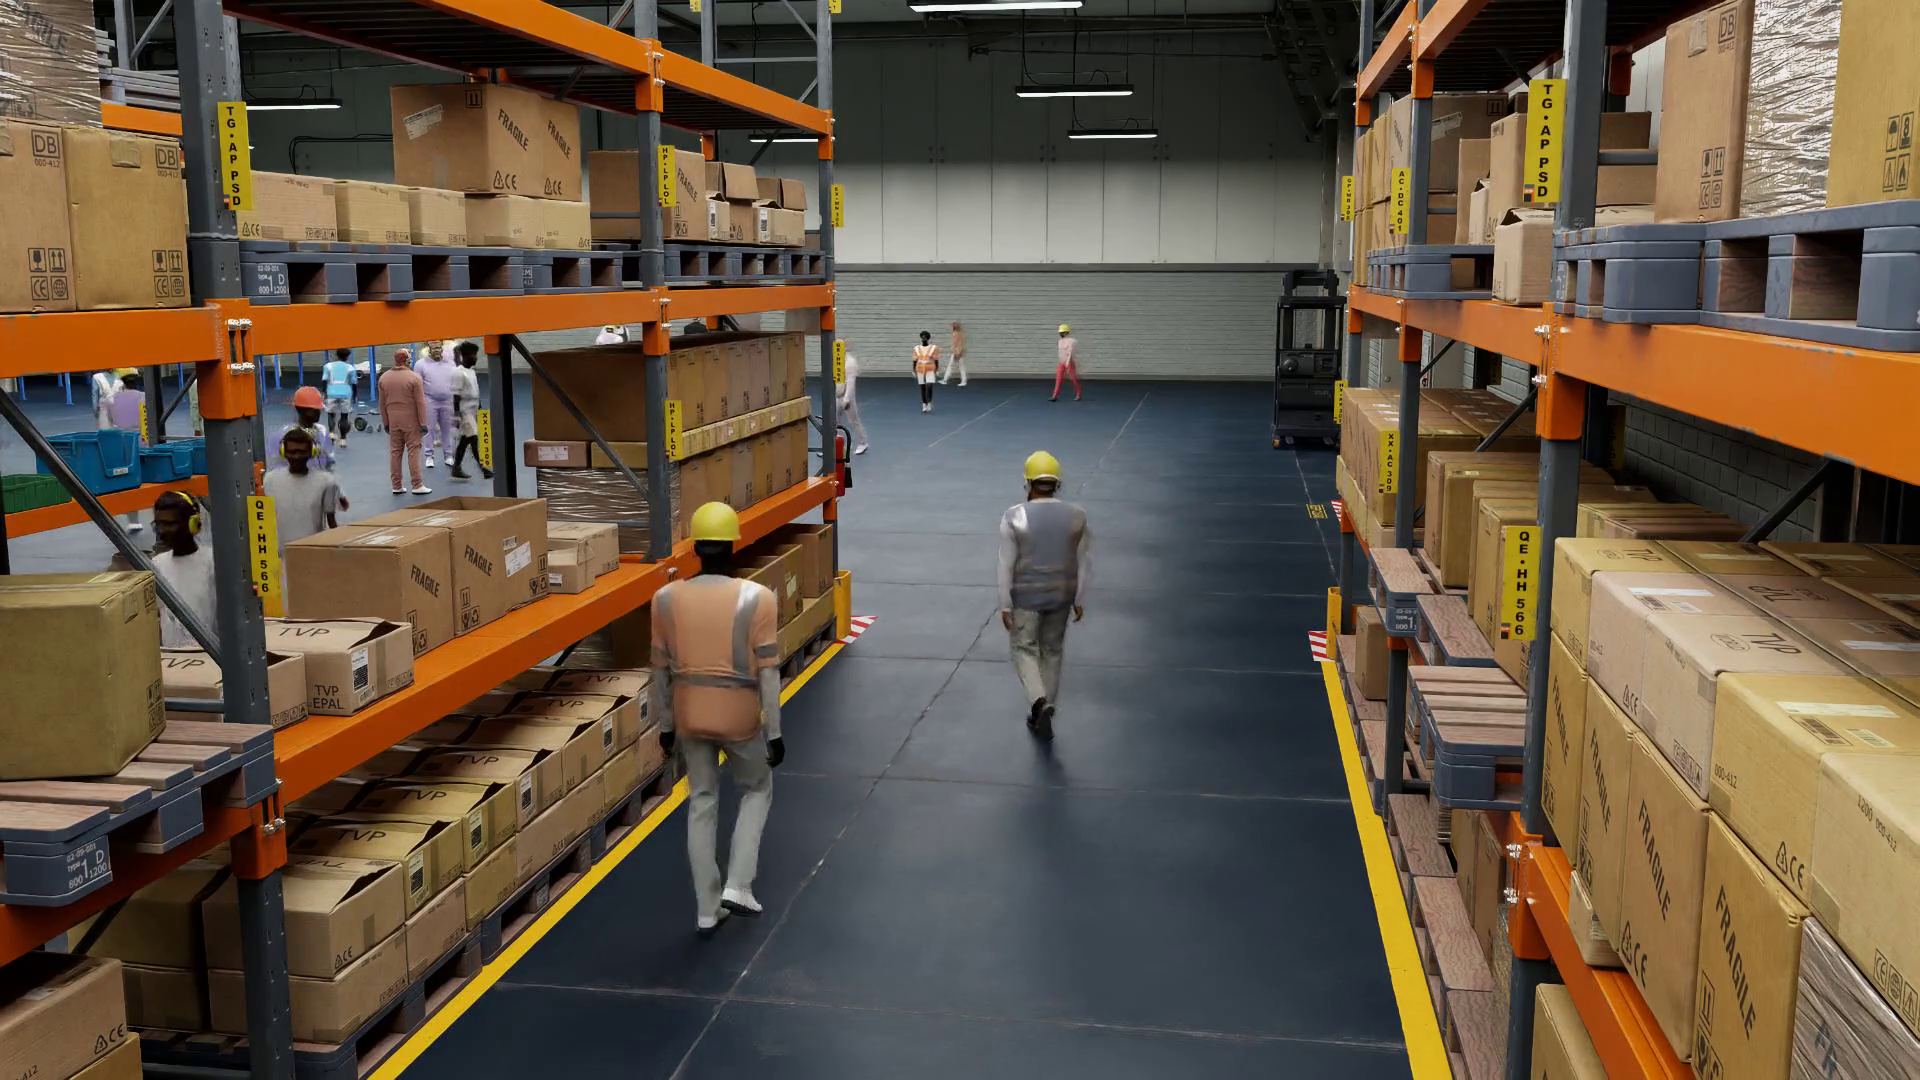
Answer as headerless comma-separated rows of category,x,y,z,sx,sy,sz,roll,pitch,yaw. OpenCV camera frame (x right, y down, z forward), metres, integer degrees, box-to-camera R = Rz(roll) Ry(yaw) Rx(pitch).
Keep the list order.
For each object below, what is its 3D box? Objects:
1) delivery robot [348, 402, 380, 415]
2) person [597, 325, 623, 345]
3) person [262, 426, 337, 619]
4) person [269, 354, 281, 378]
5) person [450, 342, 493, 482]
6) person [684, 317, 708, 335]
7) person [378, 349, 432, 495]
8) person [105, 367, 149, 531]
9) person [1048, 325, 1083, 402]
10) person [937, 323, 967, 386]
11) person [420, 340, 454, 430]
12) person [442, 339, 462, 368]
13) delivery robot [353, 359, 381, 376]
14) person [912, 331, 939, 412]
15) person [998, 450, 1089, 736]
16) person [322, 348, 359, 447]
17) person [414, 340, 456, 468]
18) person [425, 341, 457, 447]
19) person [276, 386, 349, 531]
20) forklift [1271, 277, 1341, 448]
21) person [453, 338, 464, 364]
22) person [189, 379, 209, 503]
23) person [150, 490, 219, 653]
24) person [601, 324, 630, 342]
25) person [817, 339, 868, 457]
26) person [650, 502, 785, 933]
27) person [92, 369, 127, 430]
delivery robot,-10.870,-2.395,30.200,0.698,0.223,0.335,4,10,24
person,-7.700,-3.928,36.702,0.595,1.830,0.403,-1,9,-6
person,-4.670,0.099,11.826,0.518,1.842,0.715,-1,9,-7
person,-18.642,-5.225,45.339,0.501,1.616,0.648,-8,12,-41
person,-6.735,-1.769,23.052,0.823,1.928,0.632,0,9,0
person,-6.328,-4.555,40.051,0.611,1.995,0.375,1,9,4
person,-7.258,-1.551,21.799,0.651,1.906,0.403,2,9,14
person,-9.356,-1.070,18.940,0.598,1.861,1.010,-1,9,-8
person,2.386,-3.957,37.214,0.924,1.720,0.537,-8,12,-40
person,-0.175,-4.690,42.064,0.822,1.596,0.548,4,10,25
person,-9.632,-2.931,30.696,0.635,1.787,1.012,-1,9,-8
person,-10.112,-3.307,32.894,0.623,1.821,0.812,5,10,27
delivery robot,-15.991,-4.641,44.852,0.707,0.478,0.477,-4,10,-23
person,-0.737,-3.452,34.197,0.557,1.673,0.653,2,9,13
person,0.525,0.354,10.326,0.598,1.816,0.585,-3,10,-16
person,-10.291,-2.380,27.651,0.569,1.658,0.507,-3,10,-16
person,-7.806,-2.049,24.868,0.646,1.908,0.408,-7,11,-36
person,-8.722,-2.565,27.715,0.475,2.016,0.617,0,9,1
person,-5.645,-0.392,14.630,0.677,1.913,0.555,3,10,16
forklift,5.847,-3.016,27.970,1.129,2.768,1.873,1,9,9
person,-12.818,-4.814,41.956,0.681,1.897,0.675,5,10,26
person,-9.282,-1.403,20.750,0.390,1.946,0.614,6,11,35
person,-3.826,0.643,8.464,0.519,1.848,0.833,1,9,8
person,-7.954,-4.282,38.355,0.692,2.000,0.824,-7,12,-38
person,-1.847,-2.262,26.373,0.643,1.856,0.980,7,11,36
person,-1.062,0.784,7.372,0.622,1.909,0.430,2,9,12
person,-12.849,-1.972,25.223,0.534,1.626,0.364,-5,11,-30
